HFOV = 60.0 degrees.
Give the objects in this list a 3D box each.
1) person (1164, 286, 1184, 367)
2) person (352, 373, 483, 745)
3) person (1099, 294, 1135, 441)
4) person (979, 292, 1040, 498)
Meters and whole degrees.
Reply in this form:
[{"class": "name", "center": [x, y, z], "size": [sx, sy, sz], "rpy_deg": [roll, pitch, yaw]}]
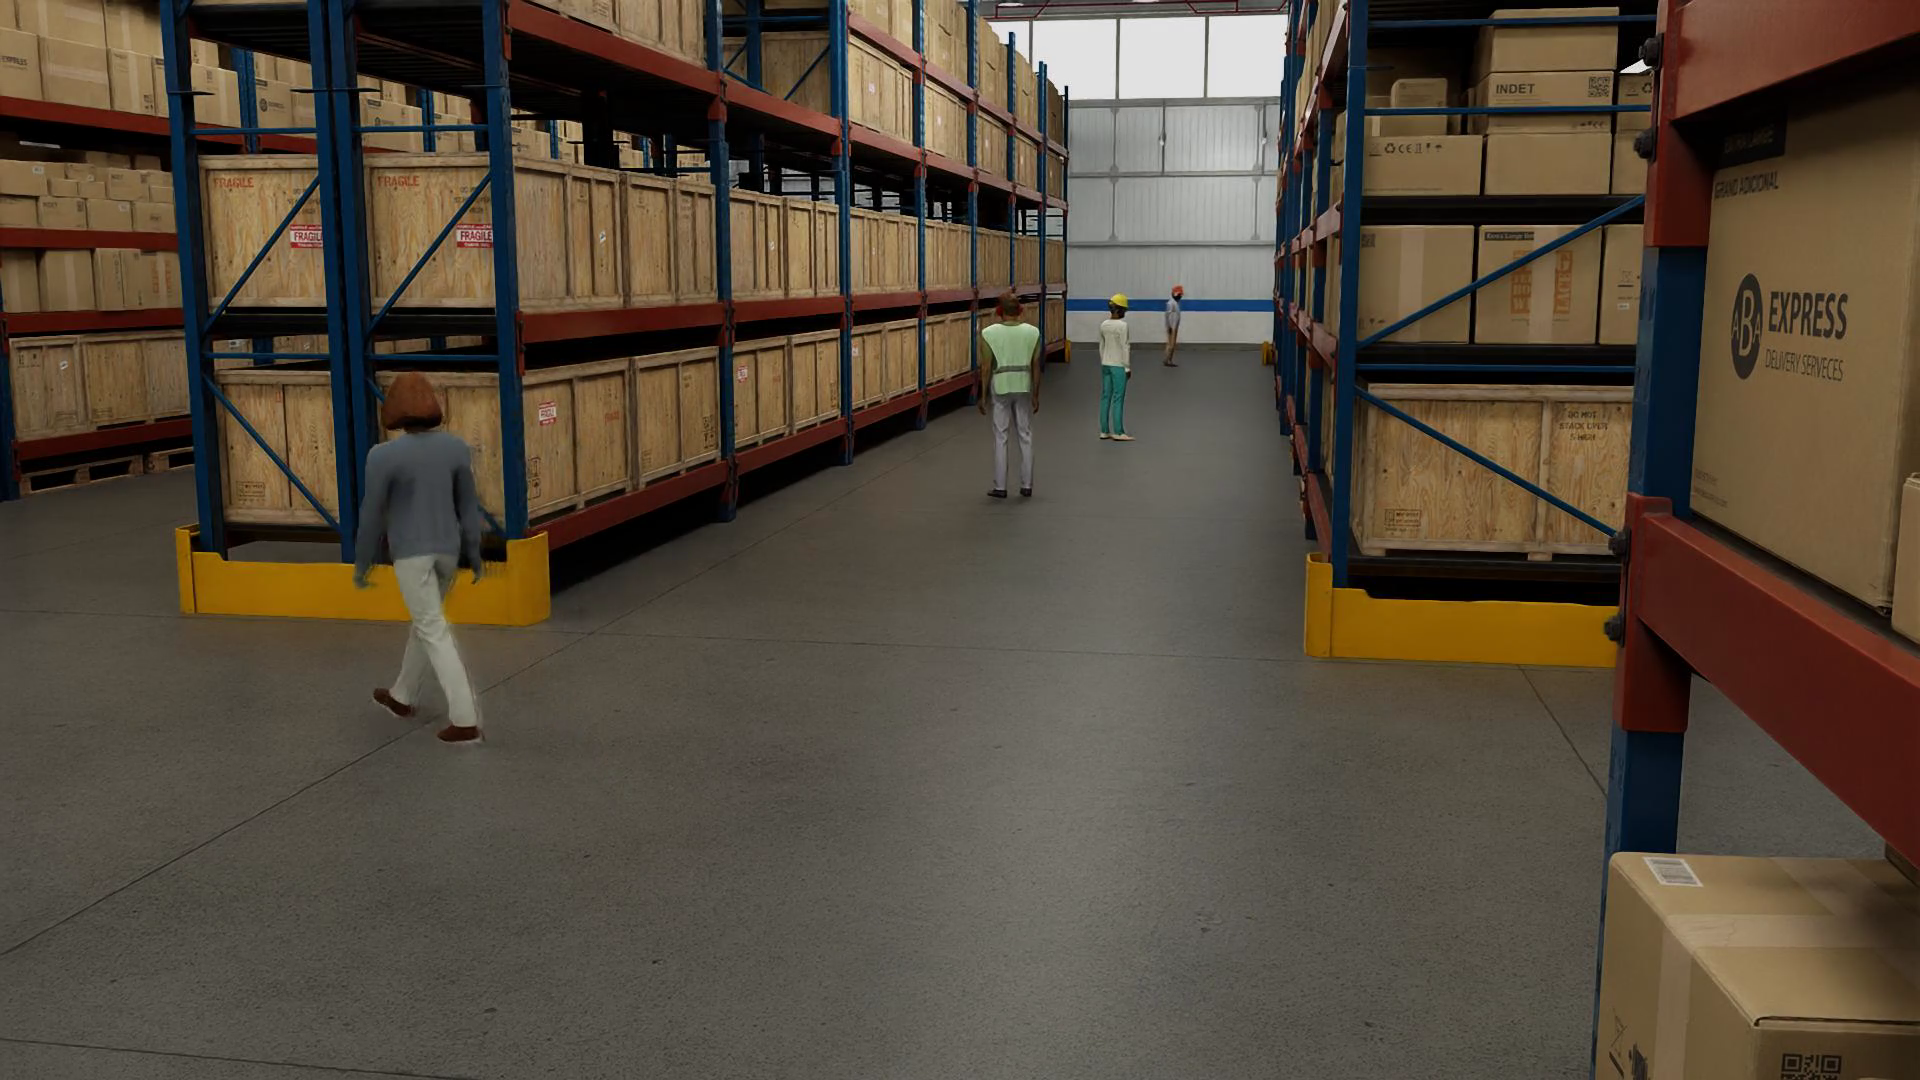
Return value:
[{"class": "person", "center": [4.547, -4.545, 35.423], "size": [0.387, 1.737, 0.568], "rpy_deg": [4, 10, 22]}, {"class": "person", "center": [-2.365, 0.072, 7.218], "size": [0.845, 1.579, 0.520], "rpy_deg": [6, 11, 35]}, {"class": "person", "center": [1.884, -2.070, 19.996], "size": [0.323, 1.763, 0.524], "rpy_deg": [-6, 11, -33]}, {"class": "person", "center": [0.456, -1.292, 14.912], "size": [0.567, 1.841, 0.375], "rpy_deg": [-3, 10, -19]}]
